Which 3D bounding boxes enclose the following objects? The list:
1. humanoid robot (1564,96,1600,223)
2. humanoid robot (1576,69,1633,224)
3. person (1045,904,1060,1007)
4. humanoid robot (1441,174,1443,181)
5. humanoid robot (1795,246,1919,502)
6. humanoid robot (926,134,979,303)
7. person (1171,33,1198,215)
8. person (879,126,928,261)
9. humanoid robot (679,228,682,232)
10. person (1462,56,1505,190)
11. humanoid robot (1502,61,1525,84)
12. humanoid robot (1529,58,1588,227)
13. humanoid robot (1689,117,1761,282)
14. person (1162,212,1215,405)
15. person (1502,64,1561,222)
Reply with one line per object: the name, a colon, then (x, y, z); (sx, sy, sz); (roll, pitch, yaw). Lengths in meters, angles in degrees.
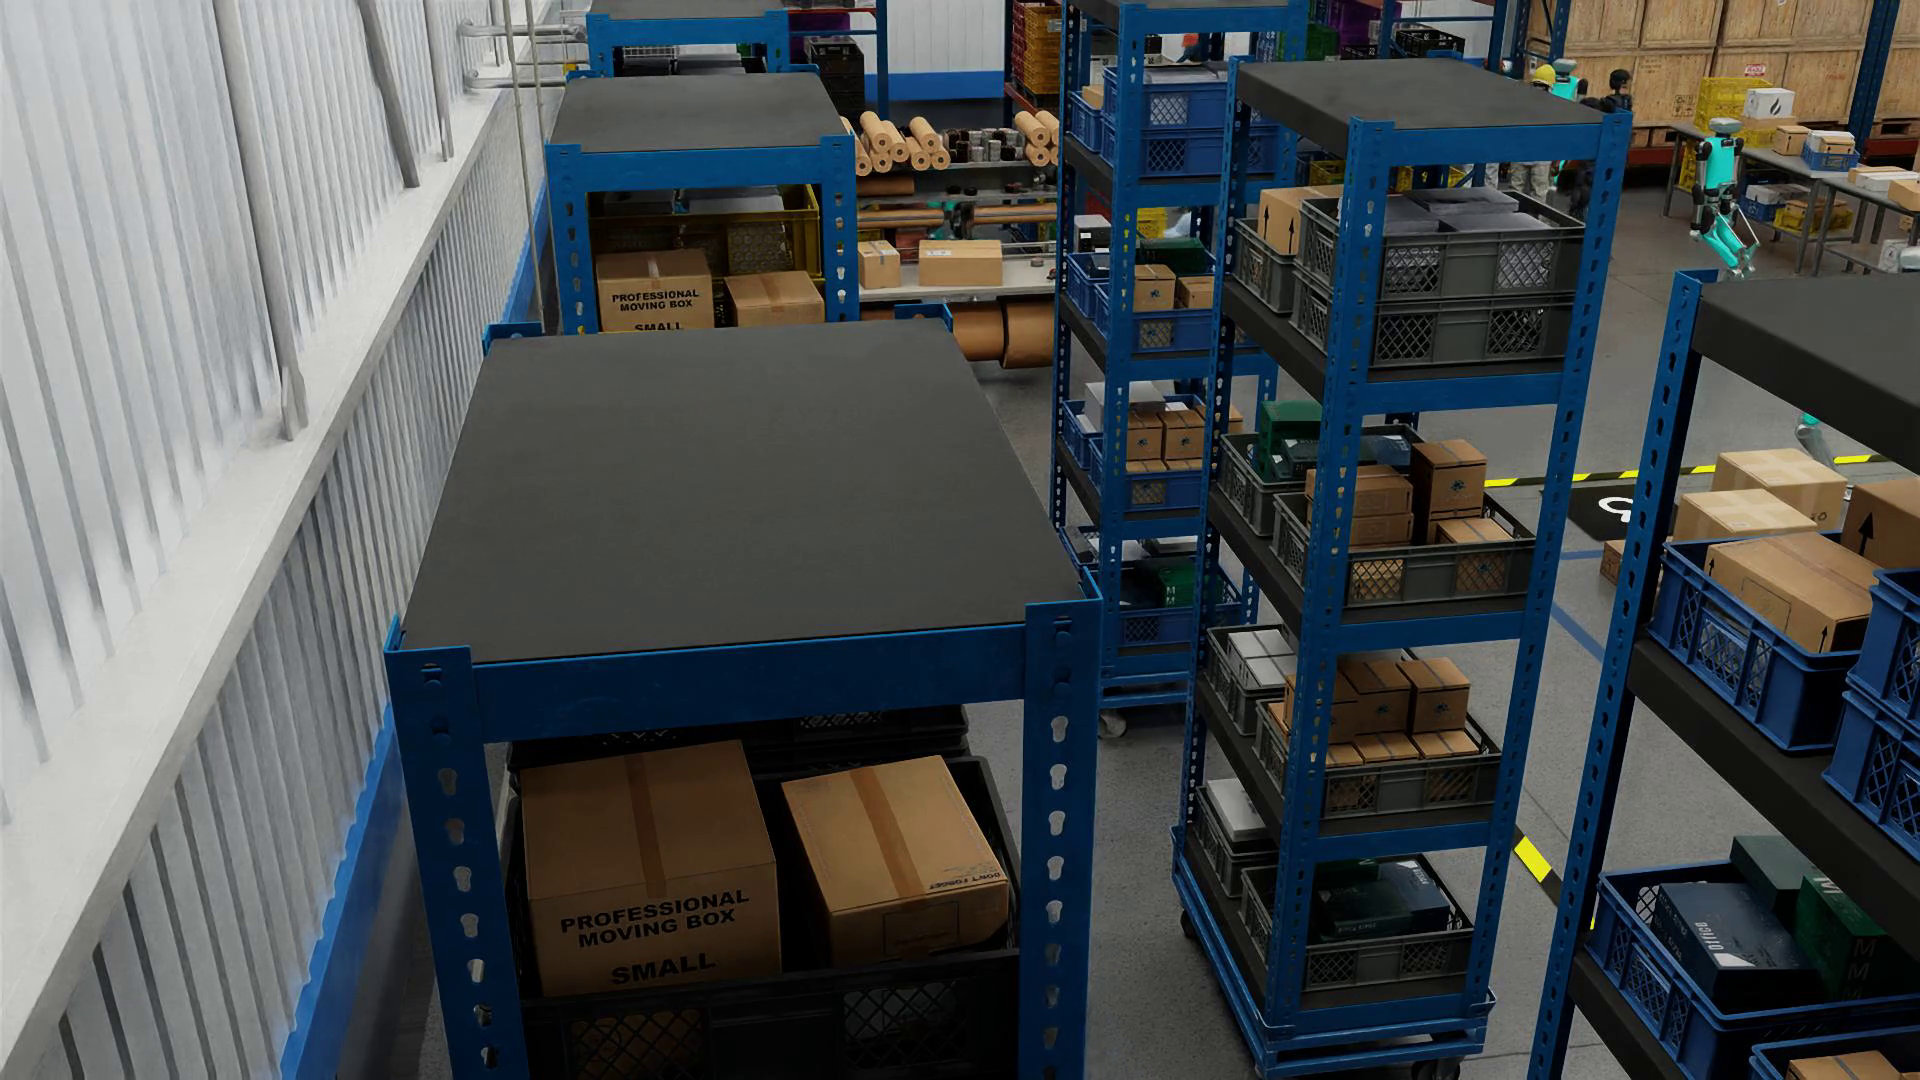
humanoid robot: (6.131, -3.490, 16.240); (0.438, 1.644, 0.613); (10, 26, 20)
humanoid robot: (6.823, -4.145, 17.617); (0.585, 1.656, 0.370); (-15, 28, -29)
person: (-0.010, 1.615, 4.826); (0.636, 1.915, 0.844); (-11, 27, -22)
humanoid robot: (5.220, -4.535, 18.238); (0.533, 1.677, 0.735); (12, 27, 24)
humanoid robot: (5.774, -1.104, 10.776); (0.735, 1.681, 0.533); (14, 28, 28)
humanoid robot: (-0.040, -2.686, 14.419); (0.533, 1.769, 0.988); (10, 27, 22)
person: (2.487, -4.476, 17.927); (0.622, 2.025, 0.455); (-10, 26, -20)
person: (-0.435, -2.332, 13.338); (0.366, 1.965, 0.607); (9, 26, 19)
humanoid robot: (-2.522, -2.447, 13.955); (0.605, 1.627, 0.621); (3, 25, 7)
person: (5.387, -4.031, 17.131); (0.573, 1.882, 0.357); (4, 25, 8)
humanoid robot: (5.659, -4.242, 17.800); (0.537, 1.802, 0.740); (6, 25, 13)
humanoid robot: (6.191, -4.072, 17.428); (0.540, 1.815, 0.731); (10, 26, 20)
humanoid robot: (6.696, -2.773, 14.448); (0.532, 1.685, 0.746); (-14, 28, -27)
person: (1.528, -1.309, 11.253); (0.396, 1.849, 0.587); (-5, 25, -10)
person: (5.793, -3.870, 16.839); (0.596, 1.830, 0.403); (12, 27, 25)
